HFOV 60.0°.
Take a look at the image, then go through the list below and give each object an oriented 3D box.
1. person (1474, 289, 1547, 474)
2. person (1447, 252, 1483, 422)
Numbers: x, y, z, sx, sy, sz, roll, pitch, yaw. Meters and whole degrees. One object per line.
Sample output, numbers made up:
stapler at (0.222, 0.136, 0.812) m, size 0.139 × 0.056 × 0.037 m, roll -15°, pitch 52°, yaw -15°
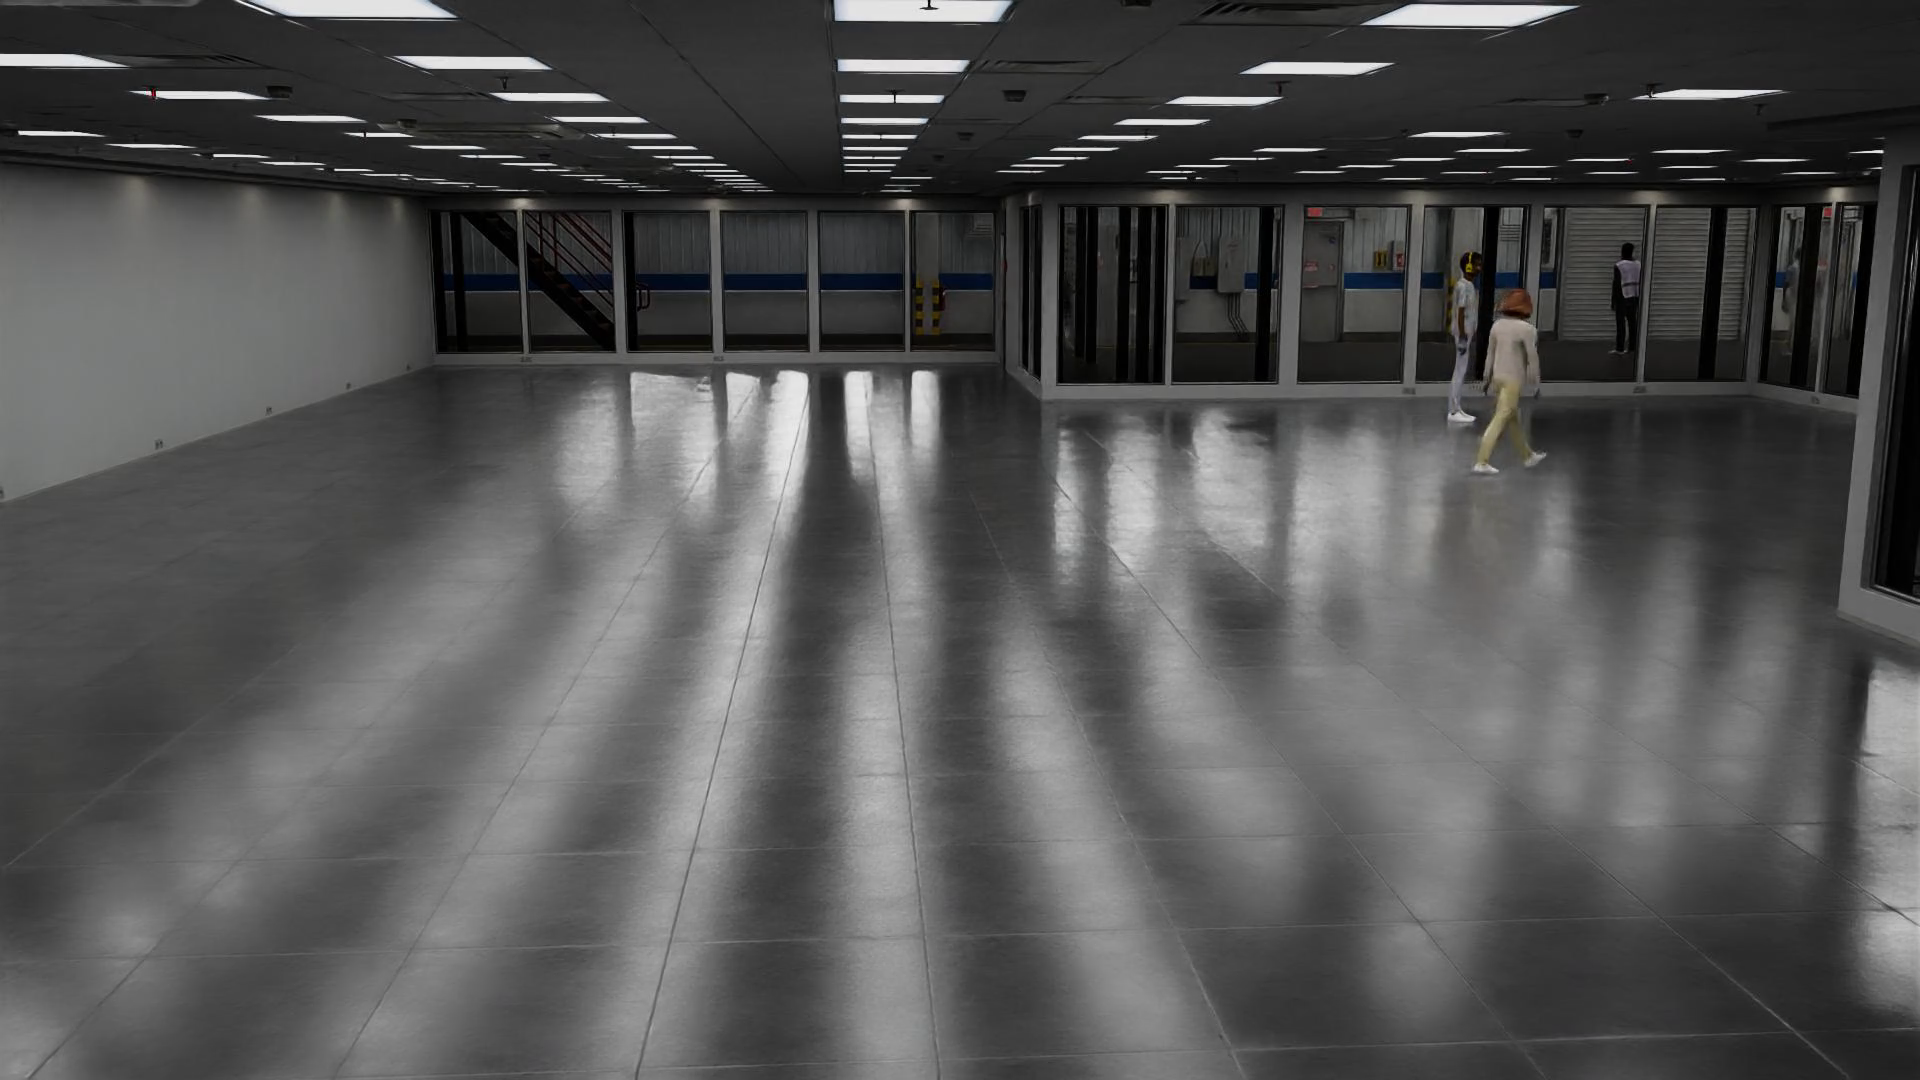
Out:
person at (4.808, -1.366, 14.392) m, size 0.871 × 1.583 × 0.521 m, roll -4°, pitch 11°, yaw -23°
person at (5.580, -2.234, 18.354) m, size 0.312 × 1.866 × 0.538 m, roll 4°, pitch 11°, yaw 21°
